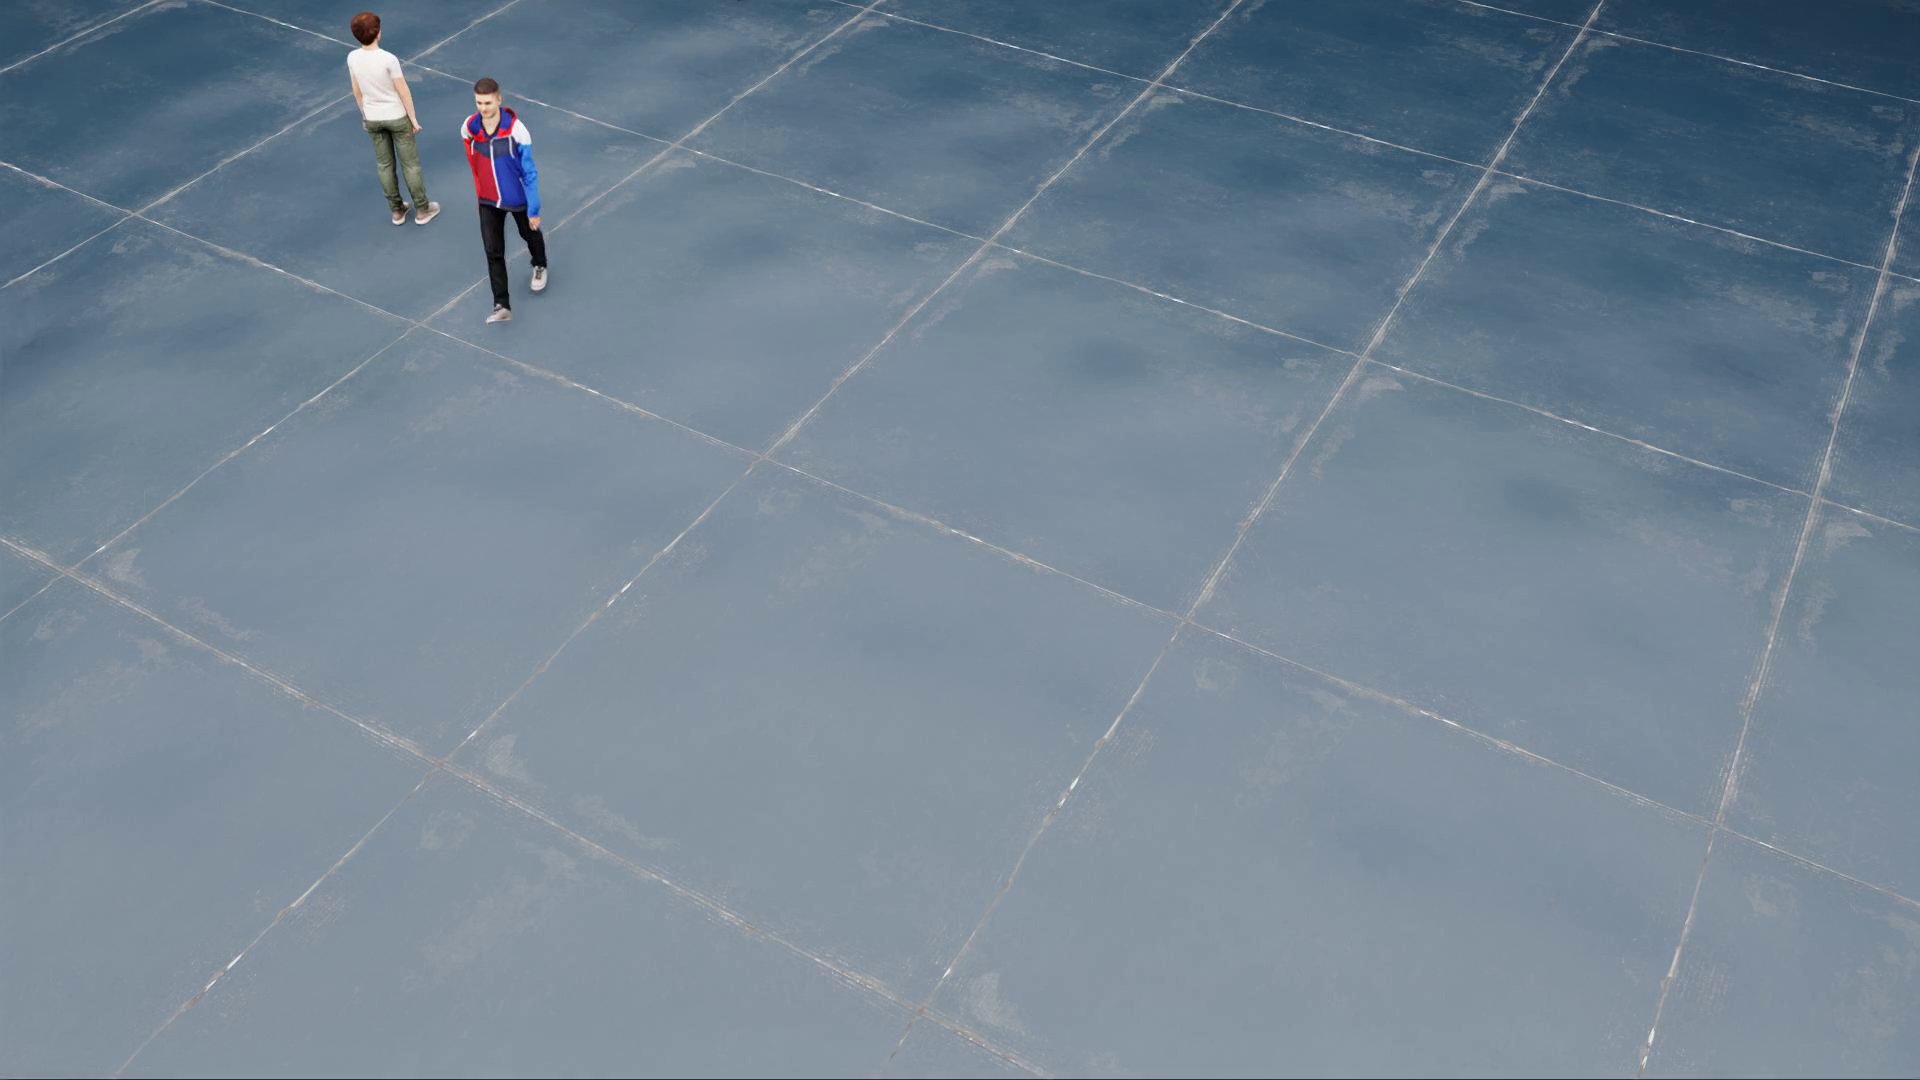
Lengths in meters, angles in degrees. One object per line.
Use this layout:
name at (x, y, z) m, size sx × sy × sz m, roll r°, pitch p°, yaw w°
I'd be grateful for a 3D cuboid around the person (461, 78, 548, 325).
person at (-3.130, -2.431, 11.630) m, size 0.980 × 1.712 × 1.236 m, roll 4°, pitch 42°, yaw 4°

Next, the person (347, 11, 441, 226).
person at (-4.290, -3.148, 12.463) m, size 0.661 × 1.653 × 0.665 m, roll 3°, pitch 42°, yaw 3°
